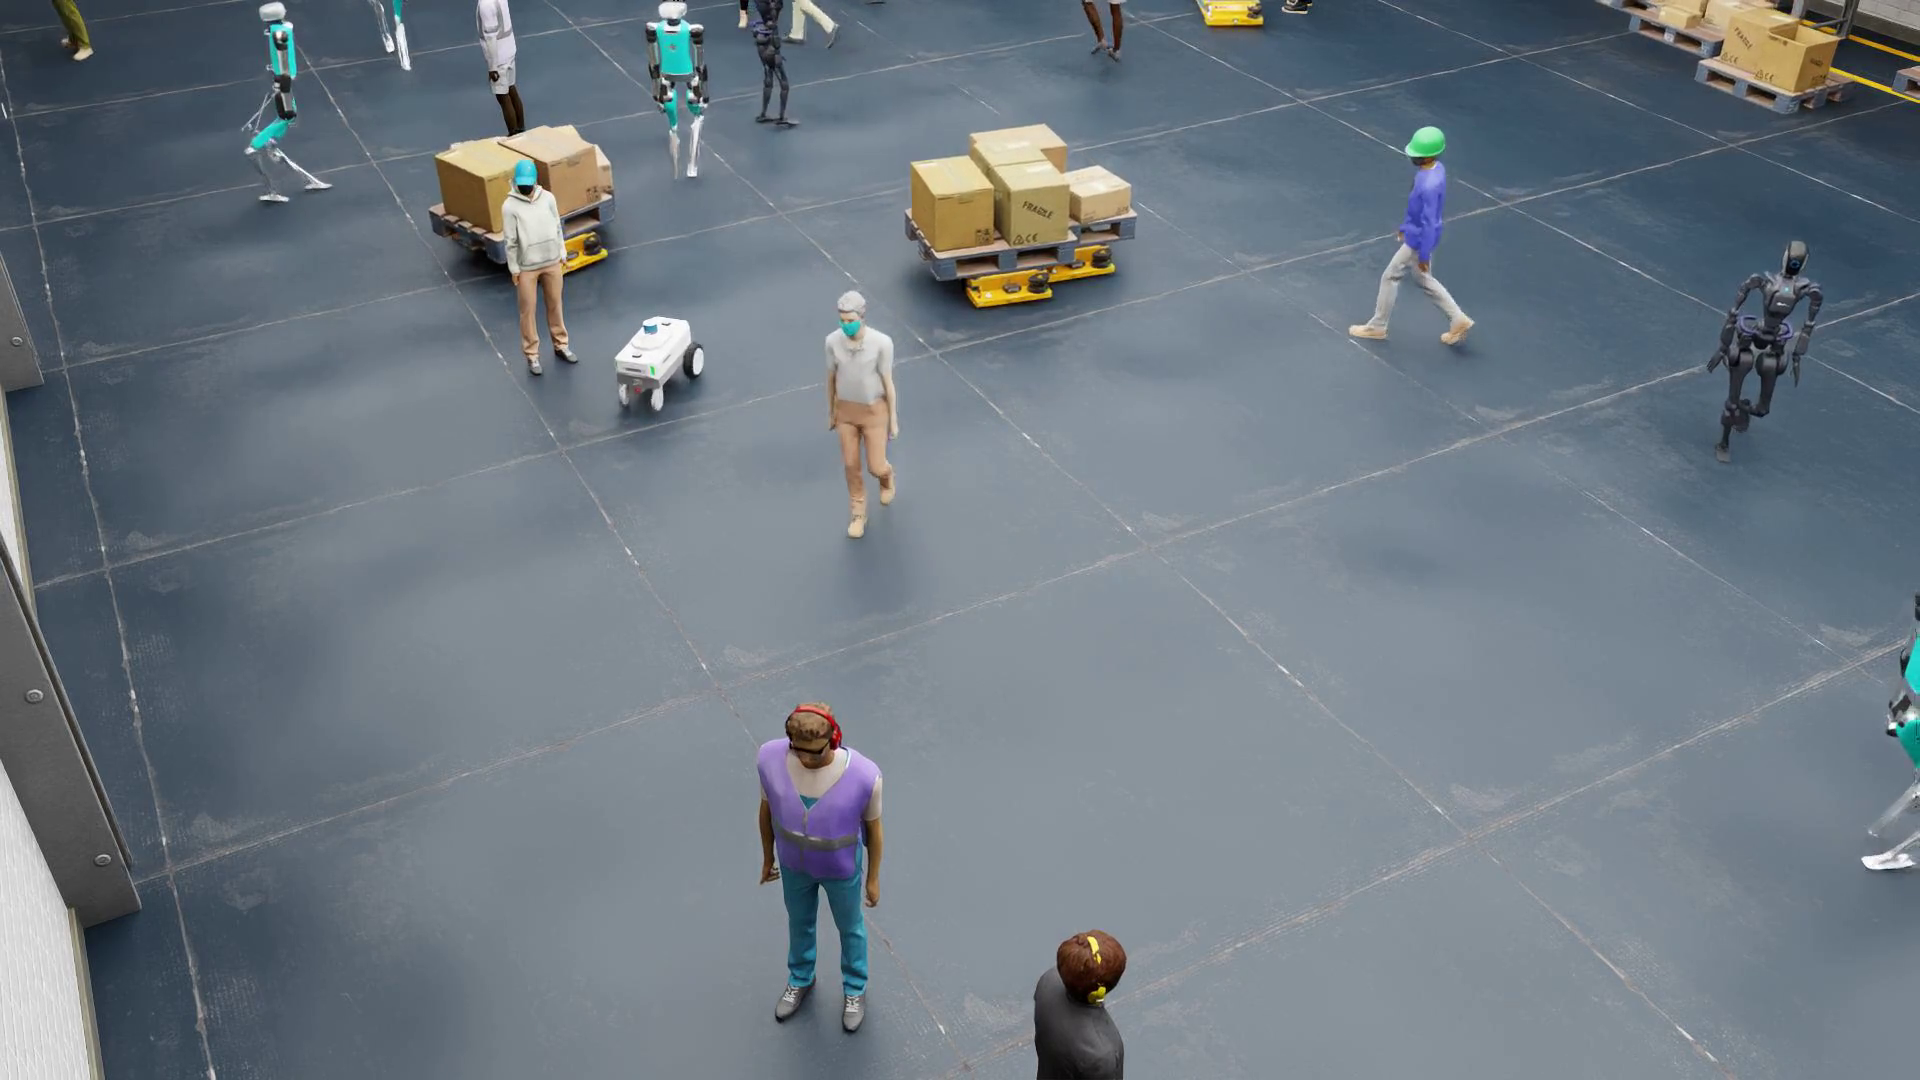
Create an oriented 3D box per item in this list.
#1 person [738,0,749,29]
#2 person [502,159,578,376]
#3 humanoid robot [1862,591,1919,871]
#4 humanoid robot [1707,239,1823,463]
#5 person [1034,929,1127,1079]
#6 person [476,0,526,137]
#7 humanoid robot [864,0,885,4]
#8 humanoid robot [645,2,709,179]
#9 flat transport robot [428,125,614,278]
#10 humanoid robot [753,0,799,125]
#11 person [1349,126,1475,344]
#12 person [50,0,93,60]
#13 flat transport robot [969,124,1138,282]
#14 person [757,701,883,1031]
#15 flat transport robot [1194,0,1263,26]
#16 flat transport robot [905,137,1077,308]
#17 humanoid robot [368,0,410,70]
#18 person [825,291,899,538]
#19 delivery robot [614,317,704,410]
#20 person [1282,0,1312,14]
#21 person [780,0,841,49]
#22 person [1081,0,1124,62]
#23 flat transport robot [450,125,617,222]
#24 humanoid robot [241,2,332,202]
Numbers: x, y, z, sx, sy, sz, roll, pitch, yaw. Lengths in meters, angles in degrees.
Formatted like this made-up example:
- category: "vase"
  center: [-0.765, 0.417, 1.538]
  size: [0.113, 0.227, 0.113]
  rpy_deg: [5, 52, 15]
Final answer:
- category: "person"
  center: [-2.384, -6.729, 19.076]
  size: [0.529, 1.697, 0.321]
  rpy_deg: [-2, 35, -2]
- category: "person"
  center: [-3.143, -2.050, 12.418]
  size: [0.461, 1.673, 0.371]
  rpy_deg: [-23, 41, -29]
- category: "humanoid robot"
  center: [4.826, 0.952, 8.104]
  size: [0.657, 1.813, 0.536]
  rpy_deg: [-1, 35, -1]
- category: "humanoid robot"
  center: [5.483, -1.348, 11.414]
  size: [0.589, 1.637, 0.537]
  rpy_deg: [8, 36, 12]
- category: "person"
  center: [0.452, 2.148, 6.250]
  size: [0.356, 1.875, 0.494]
  rpy_deg: [-14, 37, -19]
- category: "person"
  center: [-4.438, -4.633, 15.889]
  size: [0.381, 1.929, 0.541]
  rpy_deg: [0, 35, 0]
- category: "humanoid robot"
  center: [-1.232, -7.221, 19.805]
  size: [0.619, 1.646, 0.601]
  rpy_deg: [-5, 35, -7]
- category: "humanoid robot"
  center: [-2.539, -4.126, 15.391]
  size: [0.542, 1.843, 0.769]
  rpy_deg: [2, 35, 2]
- category: "flat transport robot"
  center: [-3.784, -2.634, 14.477]
  size: [1.431, 0.231, 0.659]
  rpy_deg: [27, 43, 33]
- category: "humanoid robot"
  center: [-1.883, -4.959, 16.573]
  size: [0.338, 1.651, 0.604]
  rpy_deg: [-8, 36, -12]
- category: "person"
  center: [3.541, -2.282, 12.624]
  size: [0.872, 1.825, 0.511]
  rpy_deg: [12, 37, 17]
- category: "person"
  center: [-9.918, -6.190, 18.226]
  size: [0.690, 1.807, 0.347]
  rpy_deg: [28, 43, 33]
- category: "flat transport robot"
  center: [0.768, -2.646, 14.494]
  size: [0.659, 0.231, 1.431]
  rpy_deg: [-11, 37, -16]
- category: "person"
  center: [-0.604, 1.415, 7.326]
  size: [0.562, 1.841, 0.391]
  rpy_deg: [8, 36, 11]
- category: "flat transport robot"
  center: [3.188, -6.493, 19.986]
  size: [0.659, 0.231, 1.431]
  rpy_deg: [-1, 35, -2]
- category: "flat transport robot"
  center: [0.239, -2.389, 14.127]
  size: [0.659, 0.231, 1.431]
  rpy_deg: [-10, 36, -14]
- category: "humanoid robot"
  center: [-6.315, -6.103, 18.201]
  size: [0.532, 1.782, 1.016]
  rpy_deg: [-16, 38, -21]
- category: "person"
  center: [-0.617, -0.833, 10.628]
  size: [0.495, 1.729, 0.467]
  rpy_deg: [8, 36, 11]
- category: "delivery robot"
  center: [-2.275, -1.366, 12.423]
  size: [0.499, 0.602, 0.795]
  rpy_deg: [9, 36, 13]
- category: "person"
  center: [4.084, -7.194, 19.521]
  size: [0.365, 1.958, 0.608]
  rpy_deg: [13, 37, 18]
- category: "person"
  center: [-1.698, -6.376, 18.474]
  size: [0.713, 1.811, 0.636]
  rpy_deg: [11, 36, 15]
- category: "person"
  center: [1.591, -6.193, 18.126]
  size: [0.648, 1.911, 0.496]
  rpy_deg: [-15, 38, -20]
- category: "flat transport robot"
  center: [-3.773, -2.925, 14.892]
  size: [0.659, 0.231, 1.431]
  rpy_deg: [-15, 38, -20]
- category: "humanoid robot"
  center: [-6.293, -3.908, 15.029]
  size: [0.875, 1.767, 0.563]
  rpy_deg: [-12, 37, -17]
